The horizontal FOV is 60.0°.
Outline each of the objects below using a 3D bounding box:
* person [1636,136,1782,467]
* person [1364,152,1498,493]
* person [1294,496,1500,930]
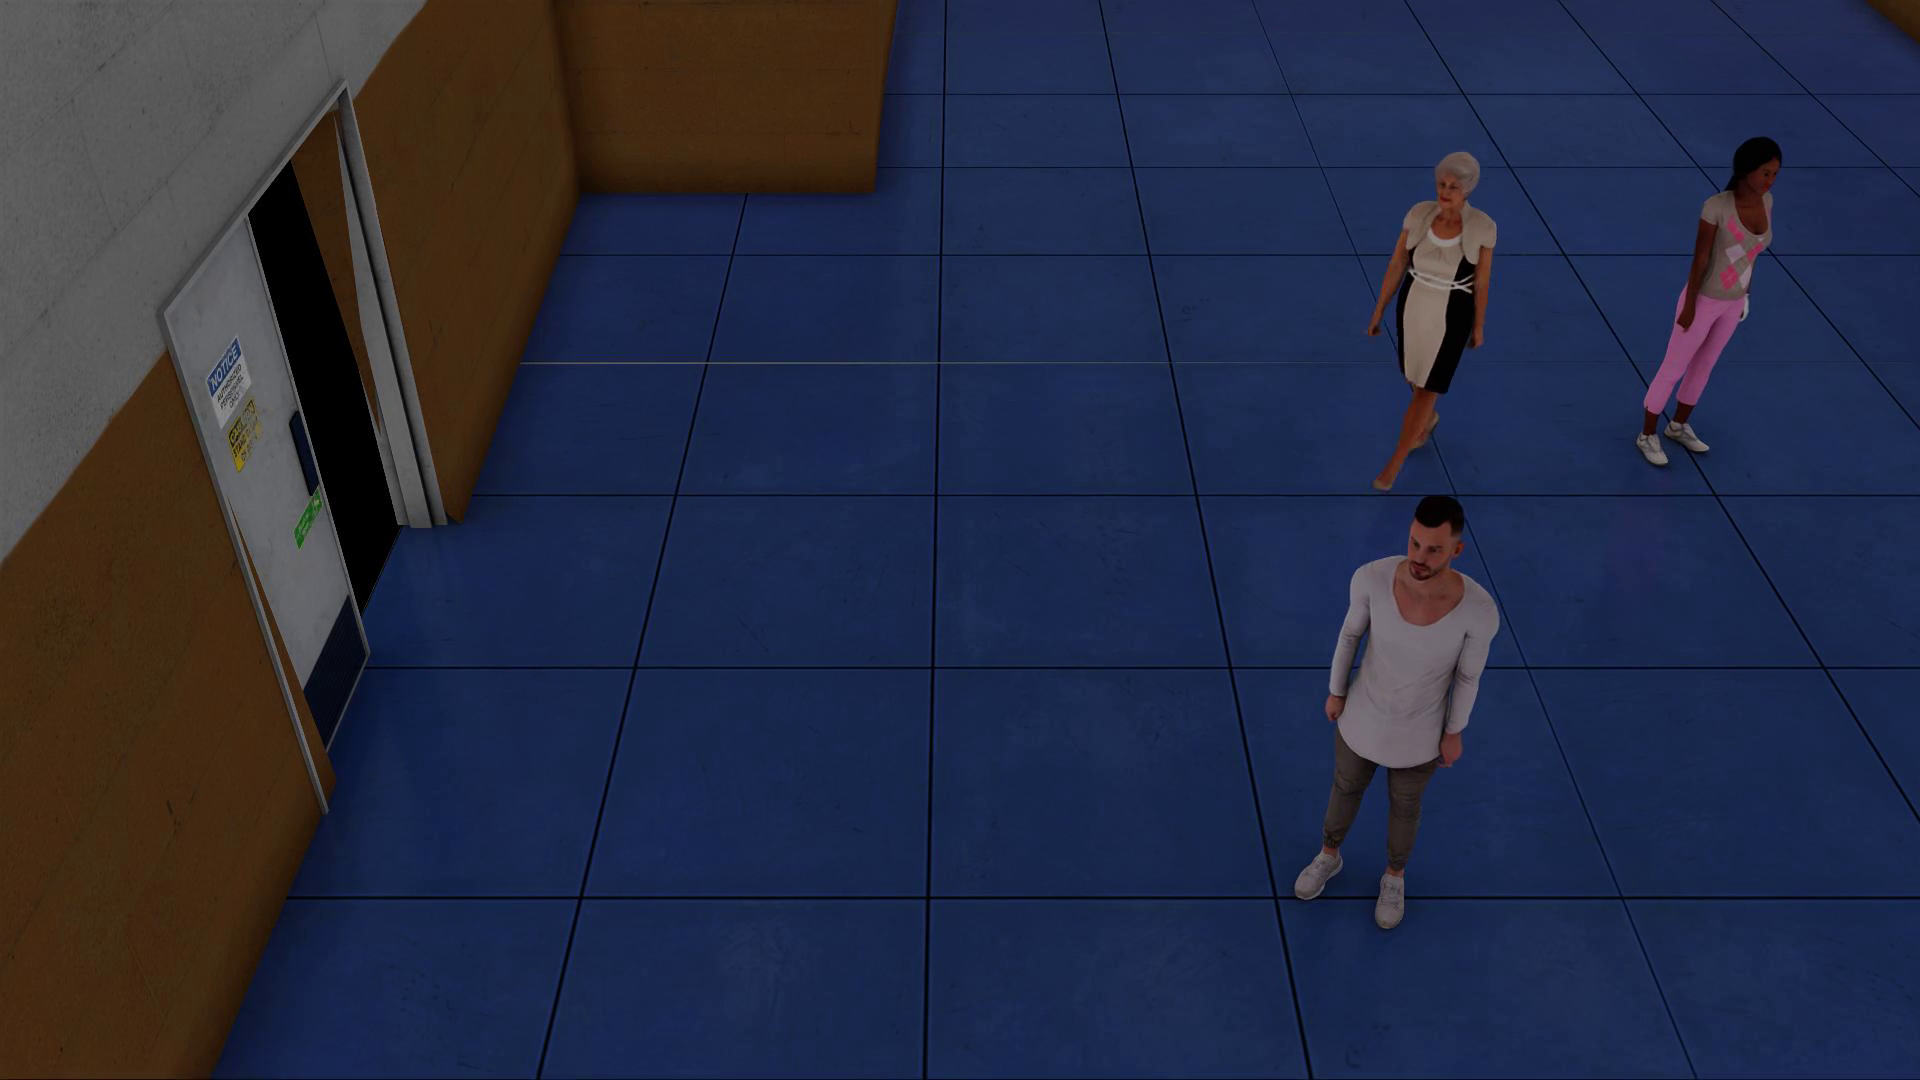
[{"bbox_3d":[3.776,-1.199,8.355,0.580,1.745,0.705,-15,39,-19],"label":"person"},{"bbox_3d":[2.387,-1.115,8.271,1.117,1.711,1.125,25,44,30],"label":"person"},{"bbox_3d":[1.540,0.601,5.876,0.675,1.841,0.811,17,40,21],"label":"person"}]
